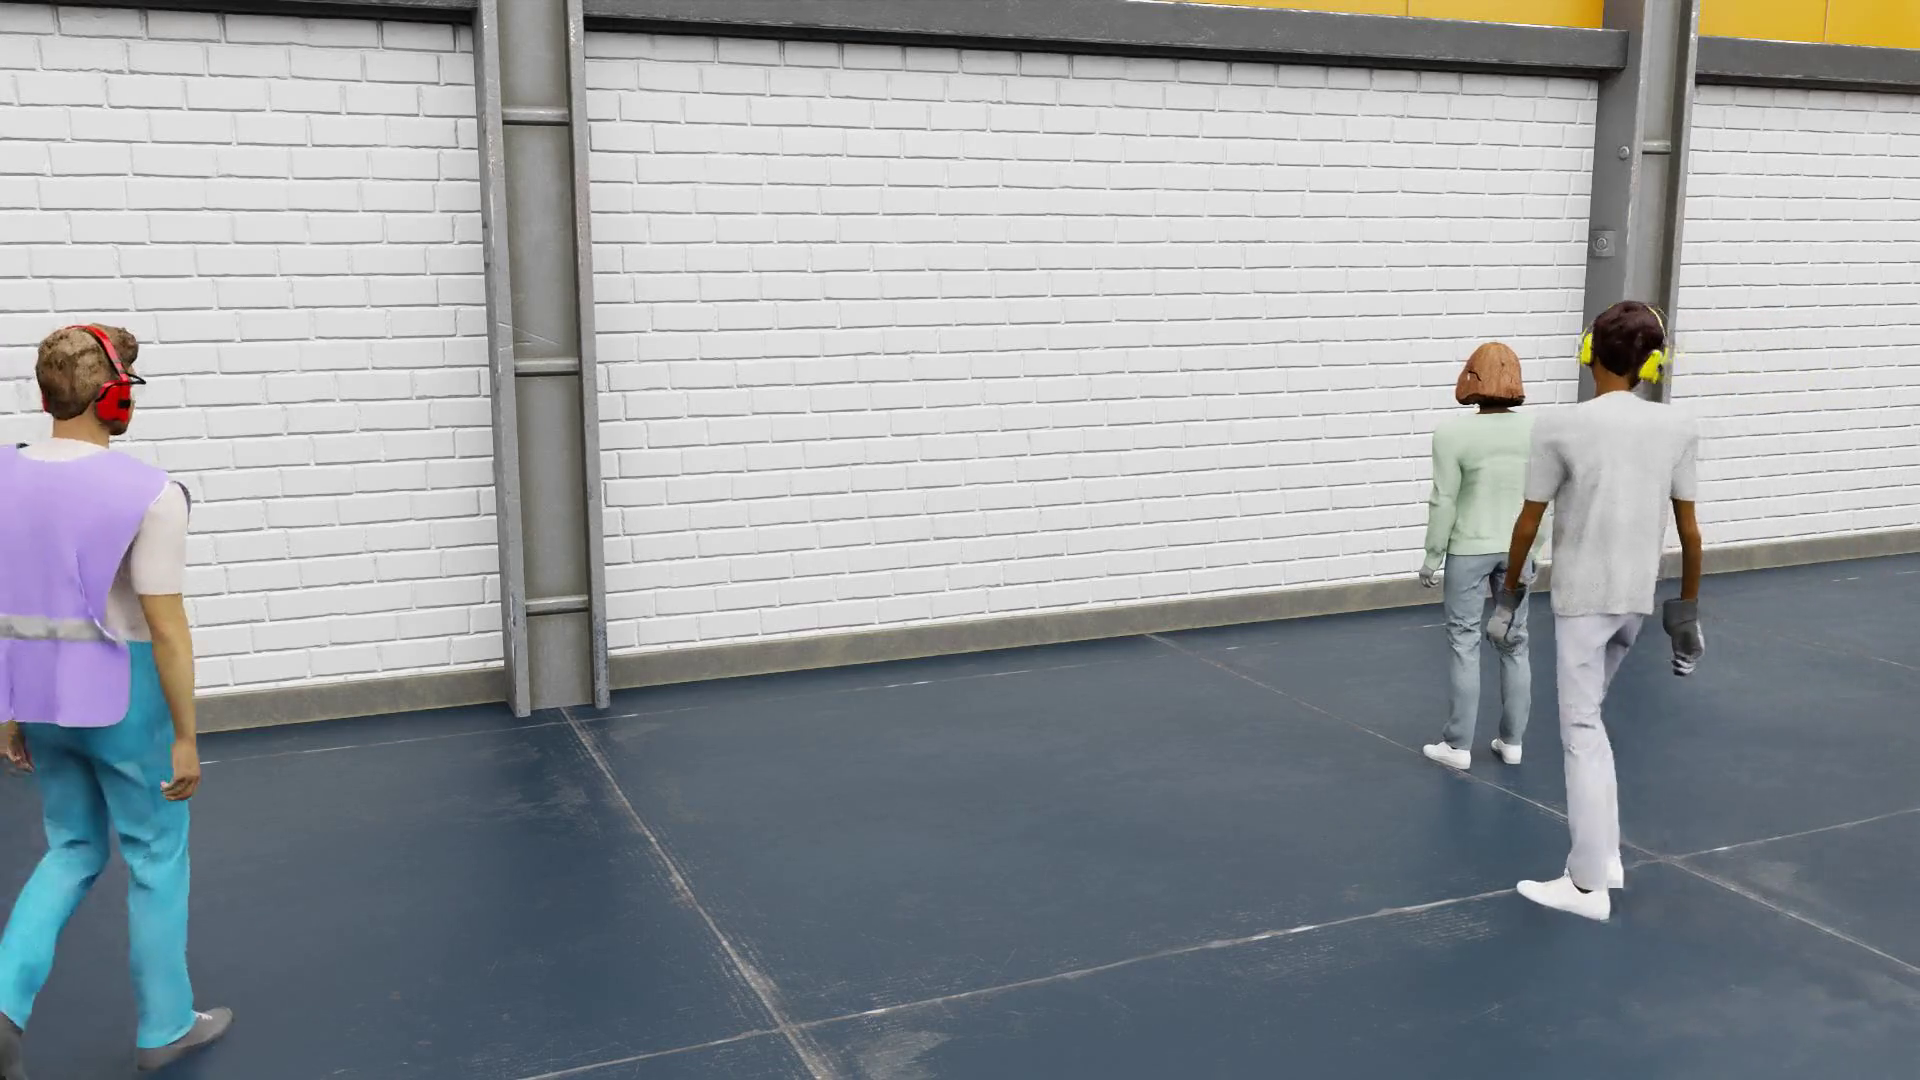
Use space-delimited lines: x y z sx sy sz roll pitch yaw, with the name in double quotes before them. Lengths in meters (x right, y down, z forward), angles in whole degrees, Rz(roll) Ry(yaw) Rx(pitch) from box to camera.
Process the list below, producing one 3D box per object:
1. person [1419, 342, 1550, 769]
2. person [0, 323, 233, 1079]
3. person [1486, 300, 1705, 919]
"person" 2.006 0.065 6.366 0.499 1.634 0.279 -2 10 -11
"person" -2.044 0.420 3.861 0.574 1.829 0.605 2 11 12
"person" 1.896 0.214 4.995 0.472 1.843 0.487 -4 11 -21
